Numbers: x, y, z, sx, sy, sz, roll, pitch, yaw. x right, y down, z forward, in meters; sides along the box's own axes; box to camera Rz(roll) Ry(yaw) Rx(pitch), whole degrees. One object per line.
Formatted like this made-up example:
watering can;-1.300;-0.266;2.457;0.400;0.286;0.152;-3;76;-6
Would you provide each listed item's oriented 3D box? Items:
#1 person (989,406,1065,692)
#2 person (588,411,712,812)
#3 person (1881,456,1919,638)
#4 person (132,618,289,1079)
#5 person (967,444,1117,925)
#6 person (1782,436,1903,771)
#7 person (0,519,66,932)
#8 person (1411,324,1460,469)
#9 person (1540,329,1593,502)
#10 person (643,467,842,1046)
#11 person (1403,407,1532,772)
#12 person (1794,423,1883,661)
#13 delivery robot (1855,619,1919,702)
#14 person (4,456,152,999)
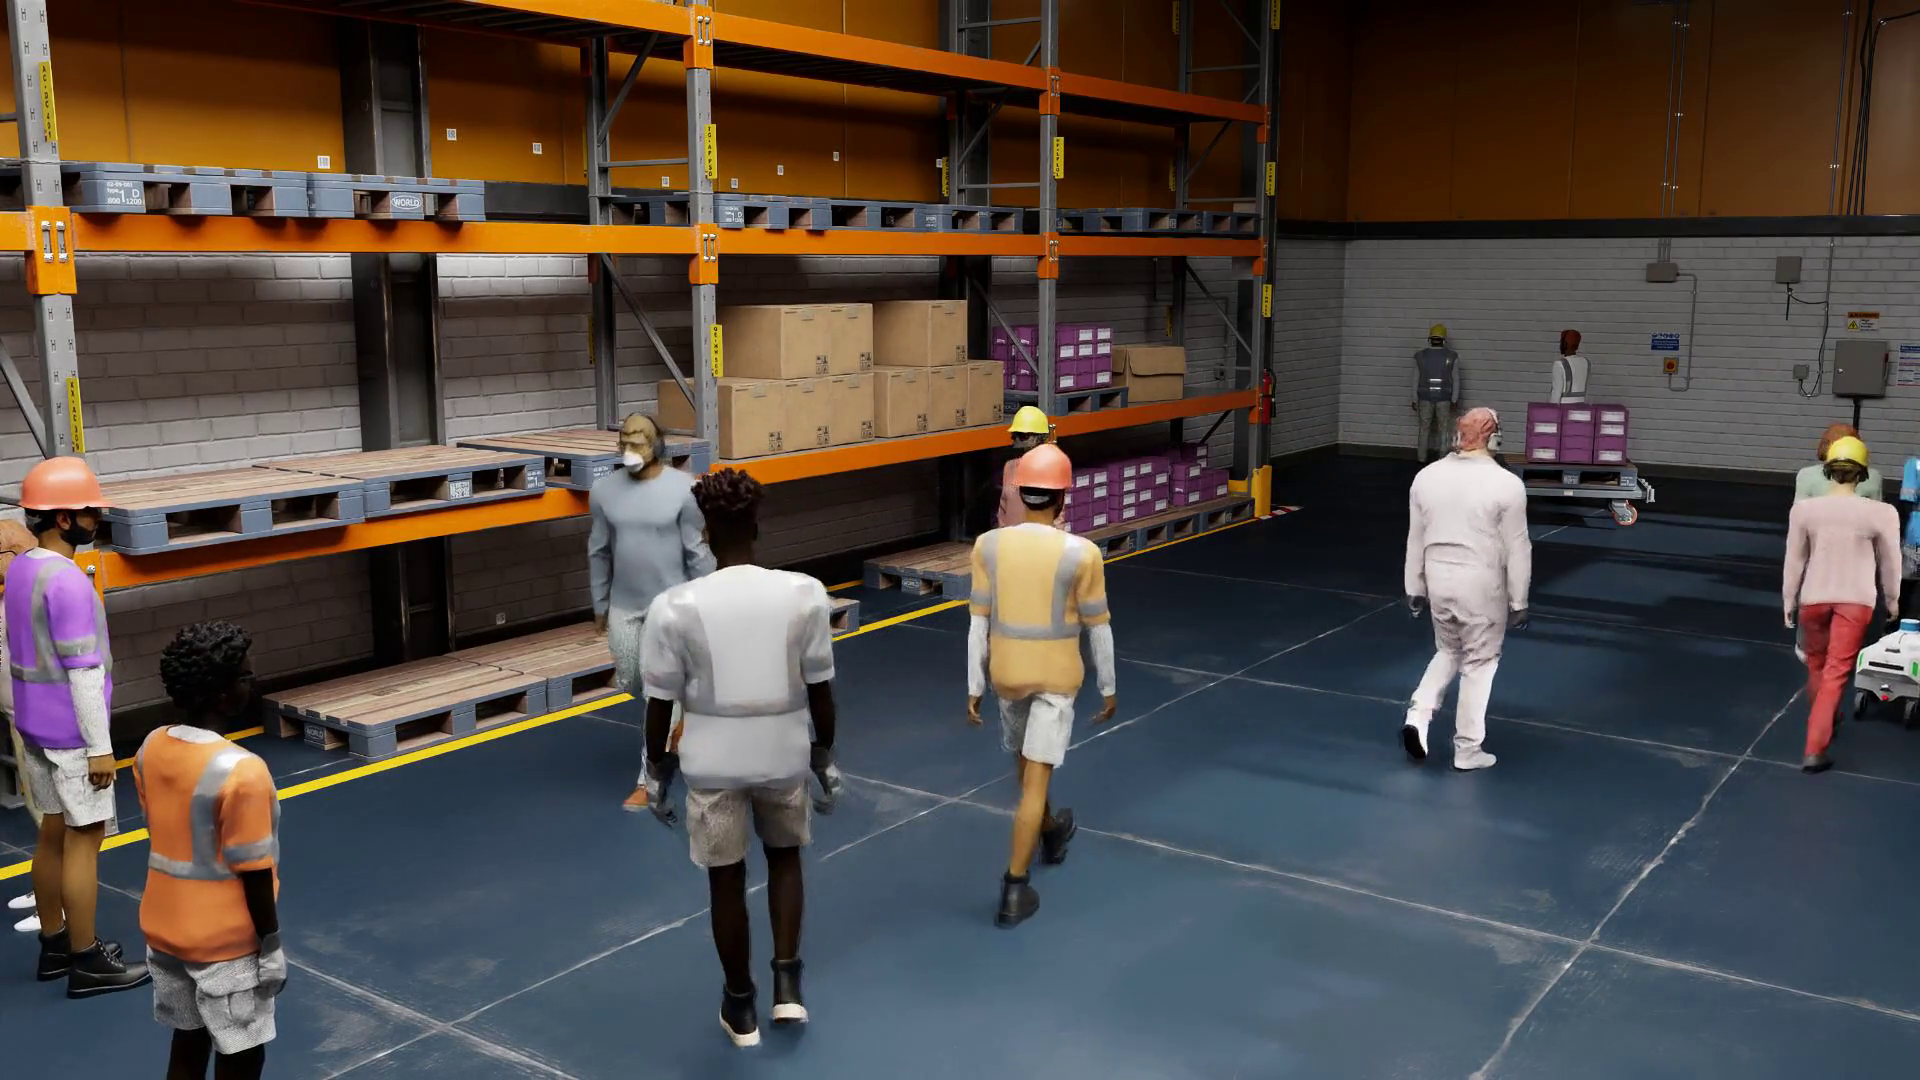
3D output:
person;0.409;0.081;9.967;0.308;1.772;0.525;-8;12;-40
person;-1.504;0.306;8.219;0.637;1.916;0.847;3;10;16
person;6.357;-0.012;10.850;0.601;1.643;0.725;1;10;7
person;-1.986;1.048;4.447;0.532;1.692;0.321;7;12;35
person;0.354;0.546;6.844;0.573;1.878;1.005;4;10;23
person;4.640;0.316;8.756;0.525;1.709;0.942;9;13;44
person;-3.688;0.721;6.585;0.278;1.627;0.505;-6;11;-31
person;6.004;-1.805;21.006;0.595;1.832;0.404;3;10;18
person;6.621;-1.351;18.160;0.574;1.883;0.356;-6;11;-32
person;-0.725;0.730;5.528;0.646;1.953;0.404;-3;10;-17
person;2.592;0.267;8.511;0.467;1.887;0.639;-7;12;-37
person;5.586;0.053;10.637;0.508;1.601;0.792;5;11;25
delivery robot;5.469;0.700;9.609;0.707;0.478;0.477;-9;13;-43
person;-3.179;0.664;5.989;0.550;1.935;0.376;8;13;41
